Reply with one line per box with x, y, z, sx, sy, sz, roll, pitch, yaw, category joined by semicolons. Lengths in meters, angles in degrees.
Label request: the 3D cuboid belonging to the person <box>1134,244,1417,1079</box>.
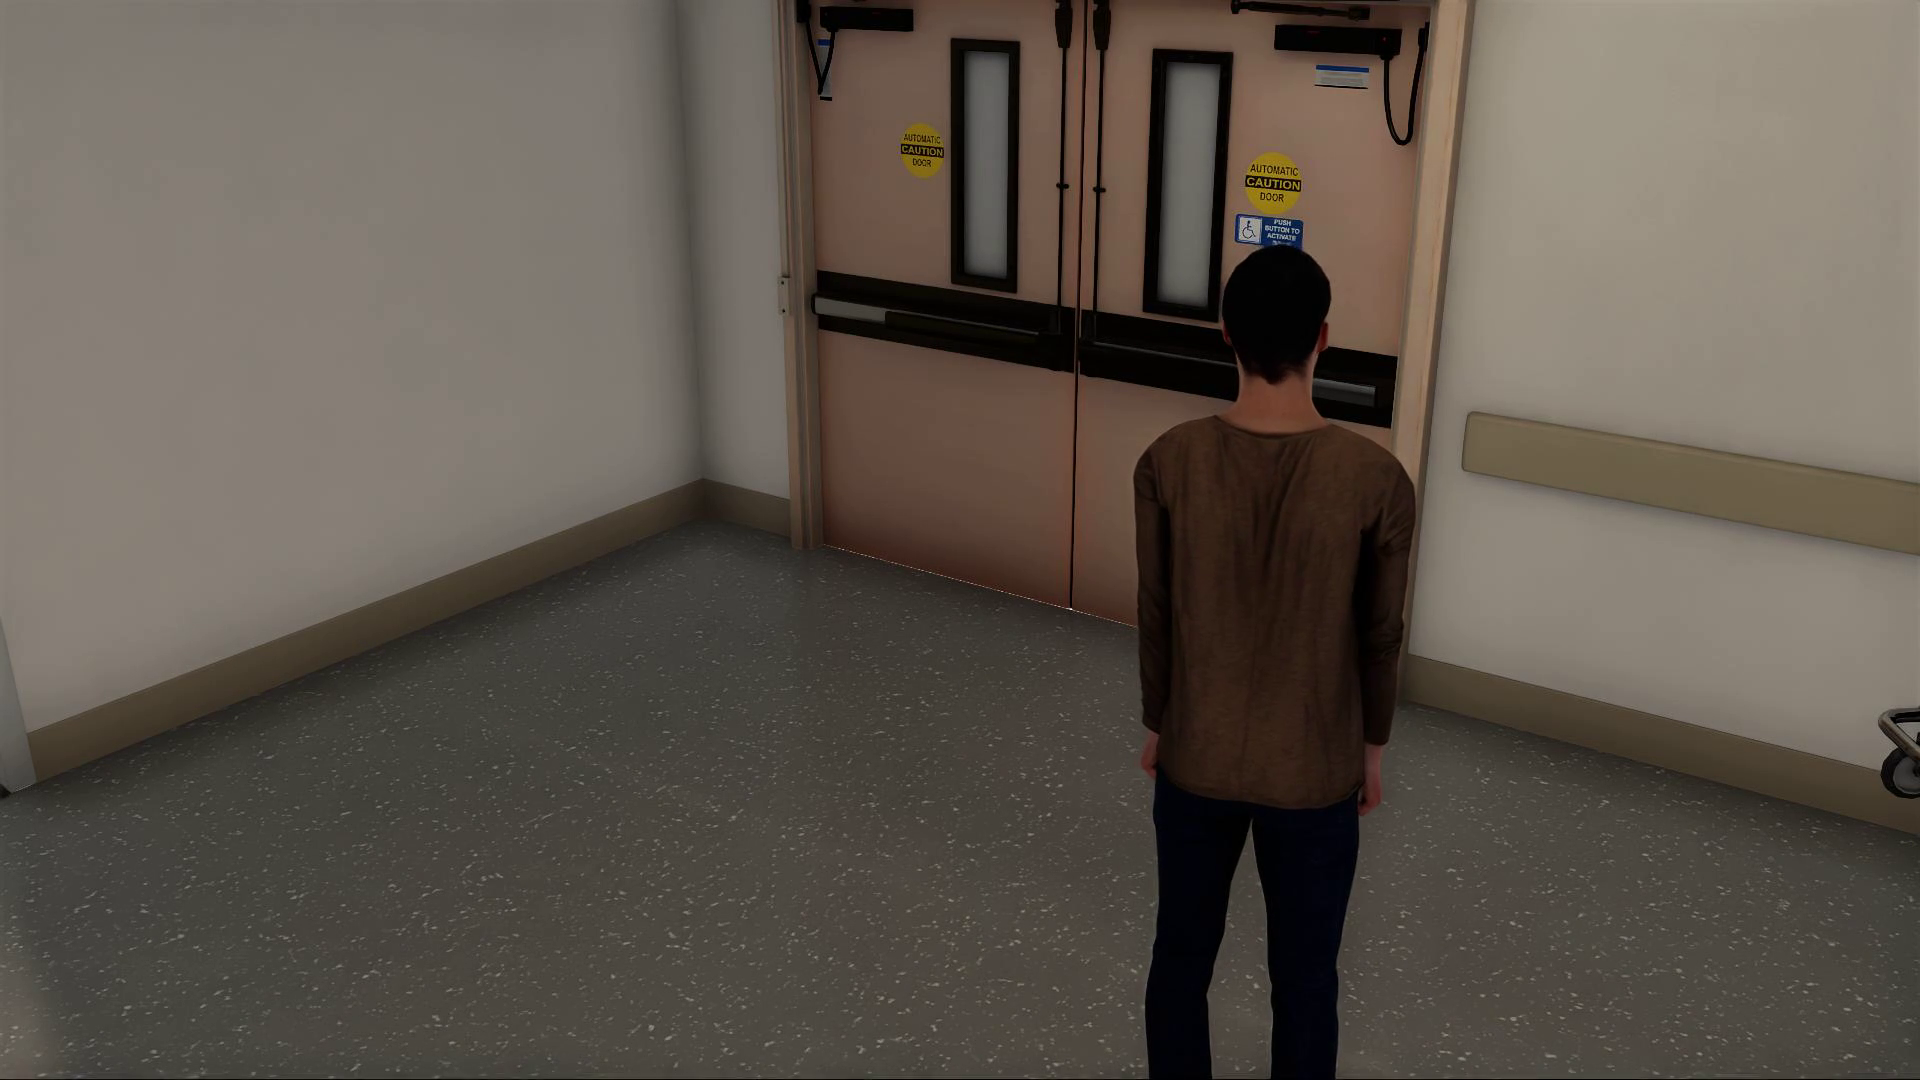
0.556;0.389;3.111;0.717;1.889;0.682;6;22;16;person
